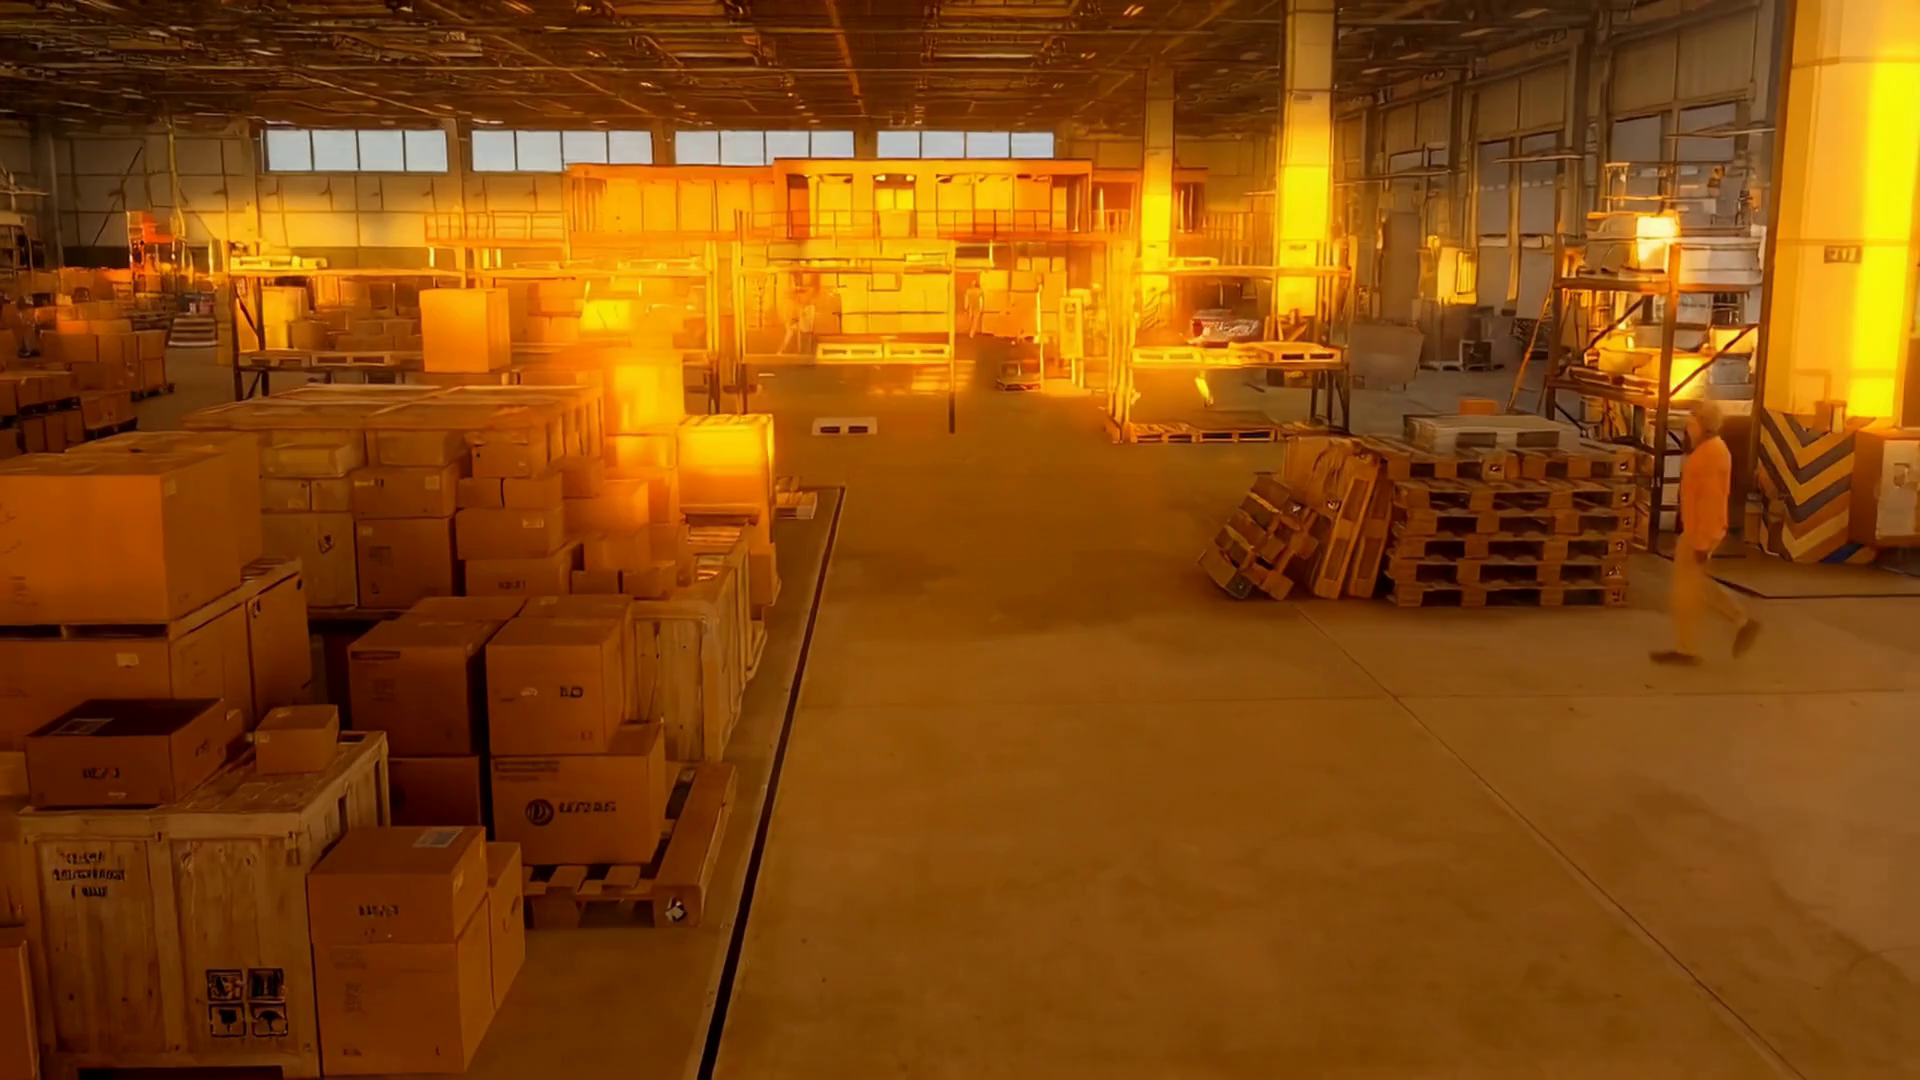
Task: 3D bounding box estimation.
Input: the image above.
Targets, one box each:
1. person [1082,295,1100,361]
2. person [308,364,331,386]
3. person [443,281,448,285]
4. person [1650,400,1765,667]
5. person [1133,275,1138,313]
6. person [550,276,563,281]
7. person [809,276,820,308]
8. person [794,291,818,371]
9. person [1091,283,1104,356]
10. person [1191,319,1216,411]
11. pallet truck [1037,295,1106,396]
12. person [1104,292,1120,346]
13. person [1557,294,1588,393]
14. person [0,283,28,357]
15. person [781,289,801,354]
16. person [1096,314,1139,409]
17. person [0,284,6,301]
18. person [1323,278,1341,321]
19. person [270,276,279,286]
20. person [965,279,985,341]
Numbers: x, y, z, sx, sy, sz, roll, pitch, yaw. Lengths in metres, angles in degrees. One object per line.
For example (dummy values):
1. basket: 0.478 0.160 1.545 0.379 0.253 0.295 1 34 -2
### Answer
1. person: 3.206 -5.286 41.738 0.496 1.684 0.929 -4 11 -23
2. person: -6.259 -0.813 16.391 0.513 1.845 0.335 3 11 15
3. person: -15.301 -6.800 49.723 0.506 1.854 0.400 -1 10 -7
4. person: 5.343 -0.030 11.798 0.624 1.926 0.629 6 12 30
5. person: 6.791 -9.656 65.237 0.611 1.996 0.378 -8 13 -36
6. person: -17.339 -10.686 71.380 0.578 1.860 0.791 0 10 -1
7. person: -5.149 -8.287 58.087 0.693 1.827 0.636 -2 10 -13
8. person: -3.646 -4.964 39.440 0.603 1.882 0.980 3 11 15
9. person: 3.650 -5.869 44.273 0.388 1.948 0.605 1 10 4
10. person: 4.320 -3.118 29.734 0.395 1.670 0.549 -1 10 -5
11. pallet truck: 2.483 -3.881 33.060 1.885 1.965 0.823 -7 13 -36
12. person: 3.427 -4.507 36.787 0.587 1.918 0.405 -7 12 -33
13. person: 12.295 -3.941 33.423 0.623 1.990 0.399 1 10 7
14. person: -23.279 -5.309 40.898 0.684 2.000 0.539 0 10 0
15. person: -4.356 -5.574 42.973 0.637 1.823 0.609 -9 14 -42
16. person: 2.854 -3.218 30.060 0.693 1.741 0.530 -2 10 -10
17. person: -27.054 -6.310 47.055 0.965 1.823 0.549 8 13 38
18. person: 11.304 -6.989 50.585 0.572 1.921 0.469 8 13 38
19. person: -21.205 -7.150 51.383 0.687 1.955 1.067 -3 11 -15
20. person: 0.448 -7.074 51.211 0.642 1.888 1.013 3 11 18
